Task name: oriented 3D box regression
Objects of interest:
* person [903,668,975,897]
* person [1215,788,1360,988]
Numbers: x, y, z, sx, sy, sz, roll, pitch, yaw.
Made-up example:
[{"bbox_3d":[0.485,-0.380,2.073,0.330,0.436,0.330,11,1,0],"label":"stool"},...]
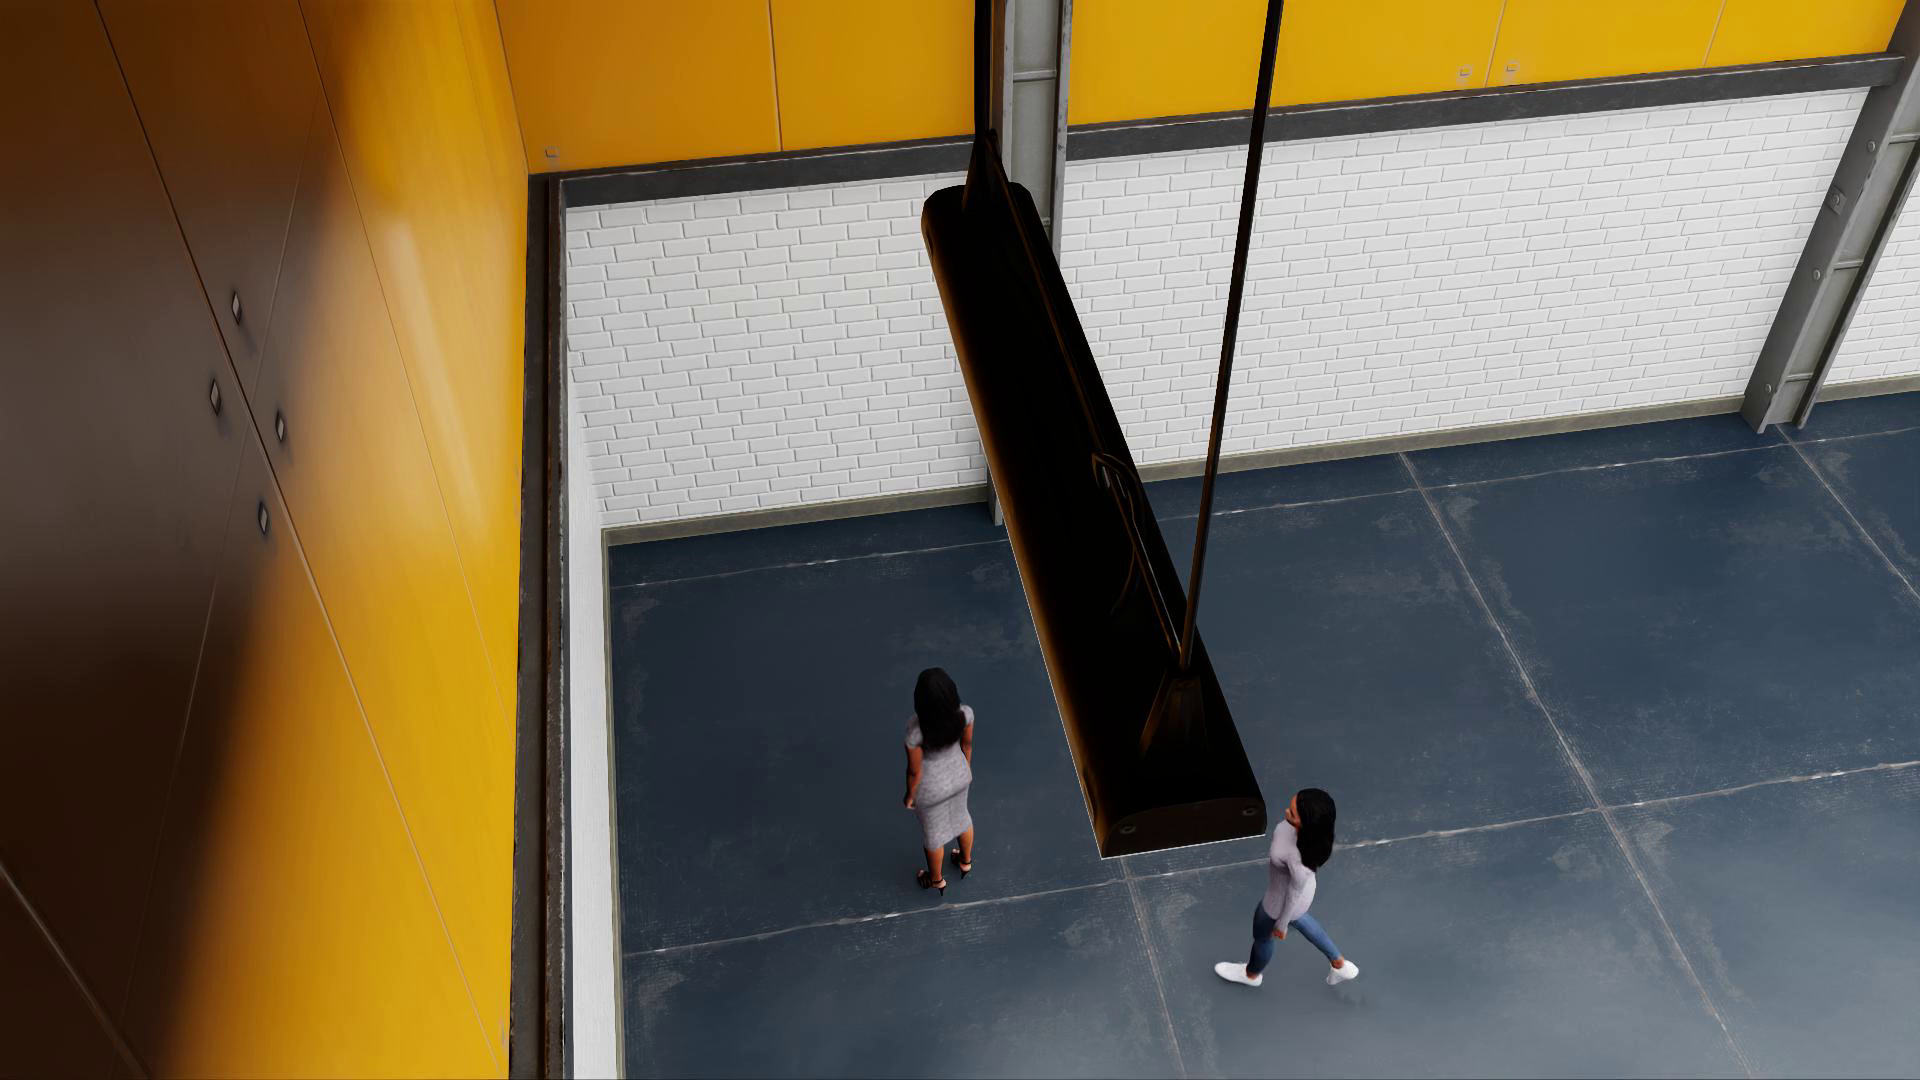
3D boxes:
[{"bbox_3d":[-0.102,1.365,9.255,0.578,1.780,0.708,-23,48,-22],"label":"person"},{"bbox_3d":[1.817,1.883,8.756,1.086,1.718,0.933,15,46,15],"label":"person"}]
